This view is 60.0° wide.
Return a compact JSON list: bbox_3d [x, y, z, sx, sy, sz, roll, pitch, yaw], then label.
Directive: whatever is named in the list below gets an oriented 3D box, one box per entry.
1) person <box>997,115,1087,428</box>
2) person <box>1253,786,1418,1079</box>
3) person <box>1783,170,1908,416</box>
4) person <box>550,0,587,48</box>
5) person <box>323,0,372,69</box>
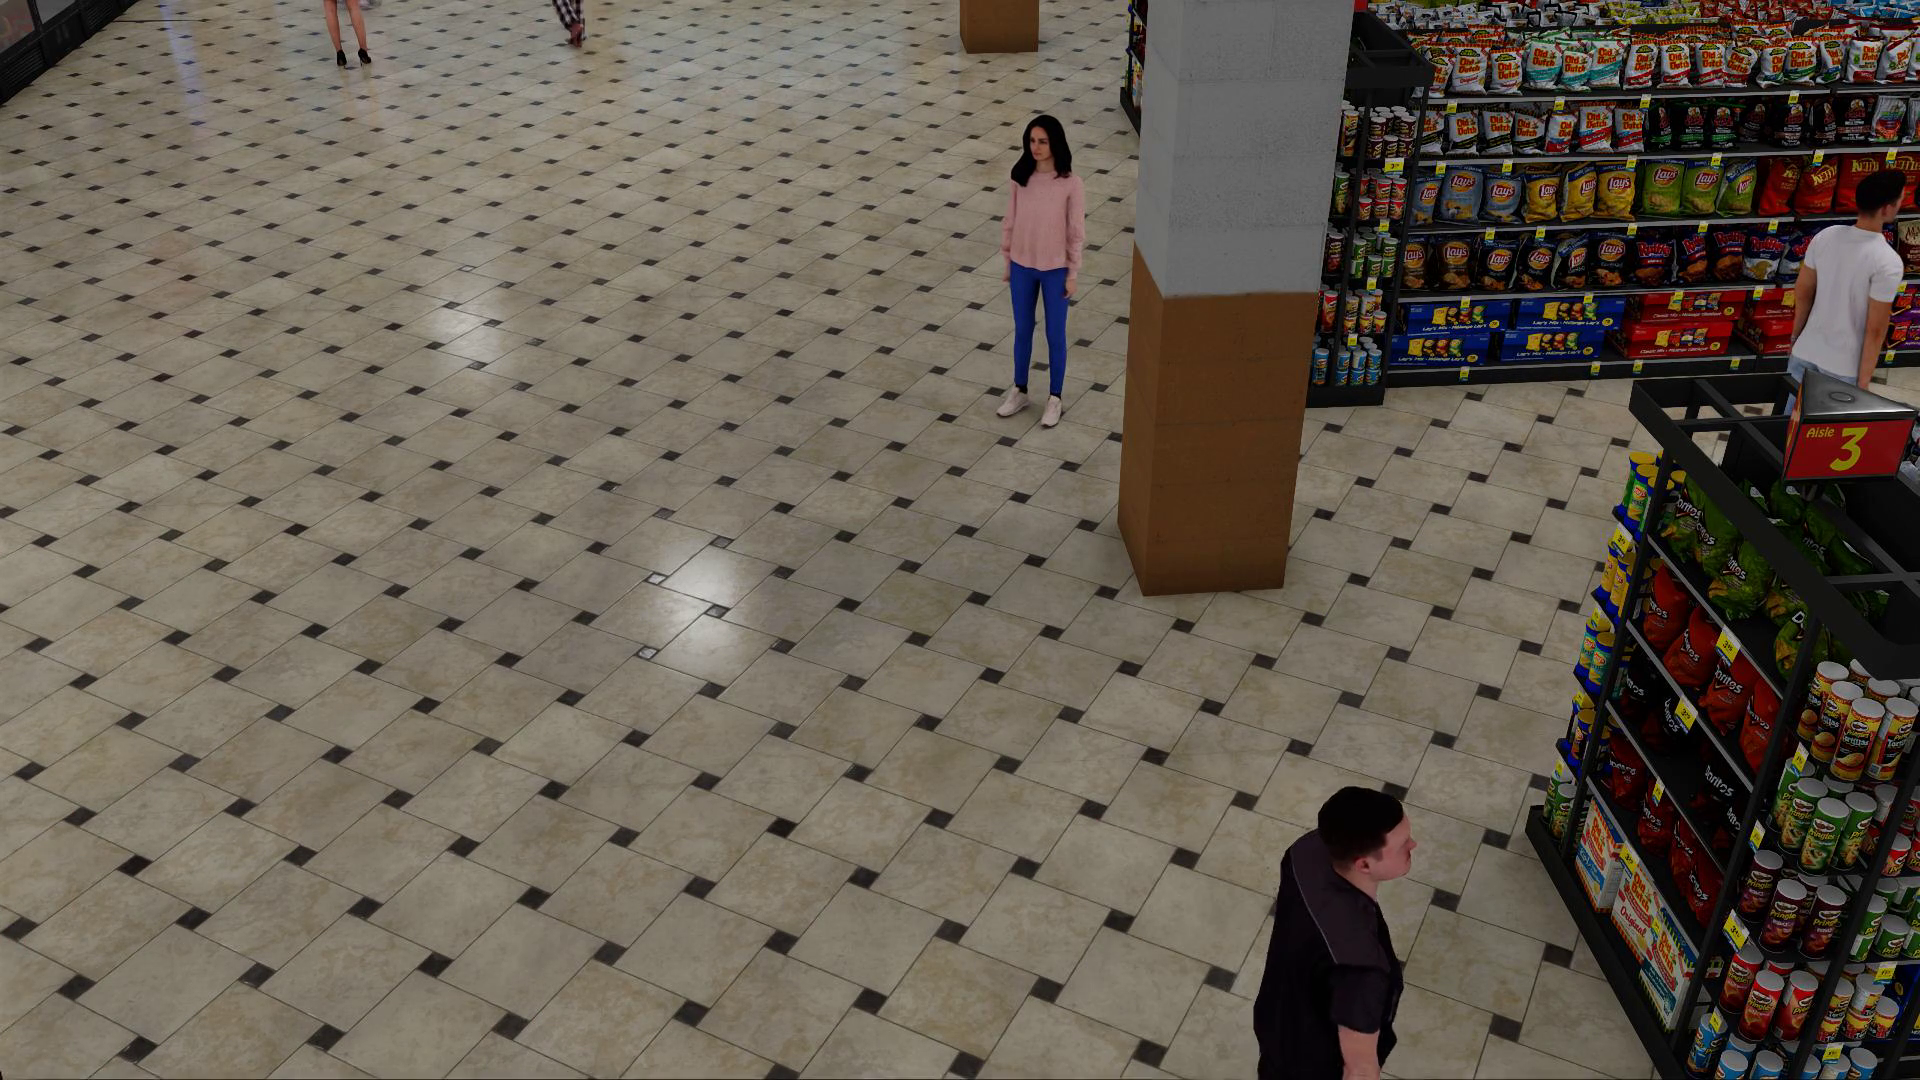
[{"bbox_3d":[0.457,-1.488,9.192,0.684,1.769,0.786,17,36,25],"label":"person"},{"bbox_3d":[0.856,1.407,4.506,1.235,1.805,0.825,2,32,3],"label":"person"},{"bbox_3d":[4.292,-0.917,8.185,0.662,1.864,0.733,-12,34,-19],"label":"person"},{"bbox_3d":[-3.686,-5.551,15.661,0.831,1.834,0.870,-21,37,-30],"label":"person"},{"bbox_3d":[-5.731,-5.229,15.228,0.487,1.745,0.680,-7,33,-11],"label":"person"}]
